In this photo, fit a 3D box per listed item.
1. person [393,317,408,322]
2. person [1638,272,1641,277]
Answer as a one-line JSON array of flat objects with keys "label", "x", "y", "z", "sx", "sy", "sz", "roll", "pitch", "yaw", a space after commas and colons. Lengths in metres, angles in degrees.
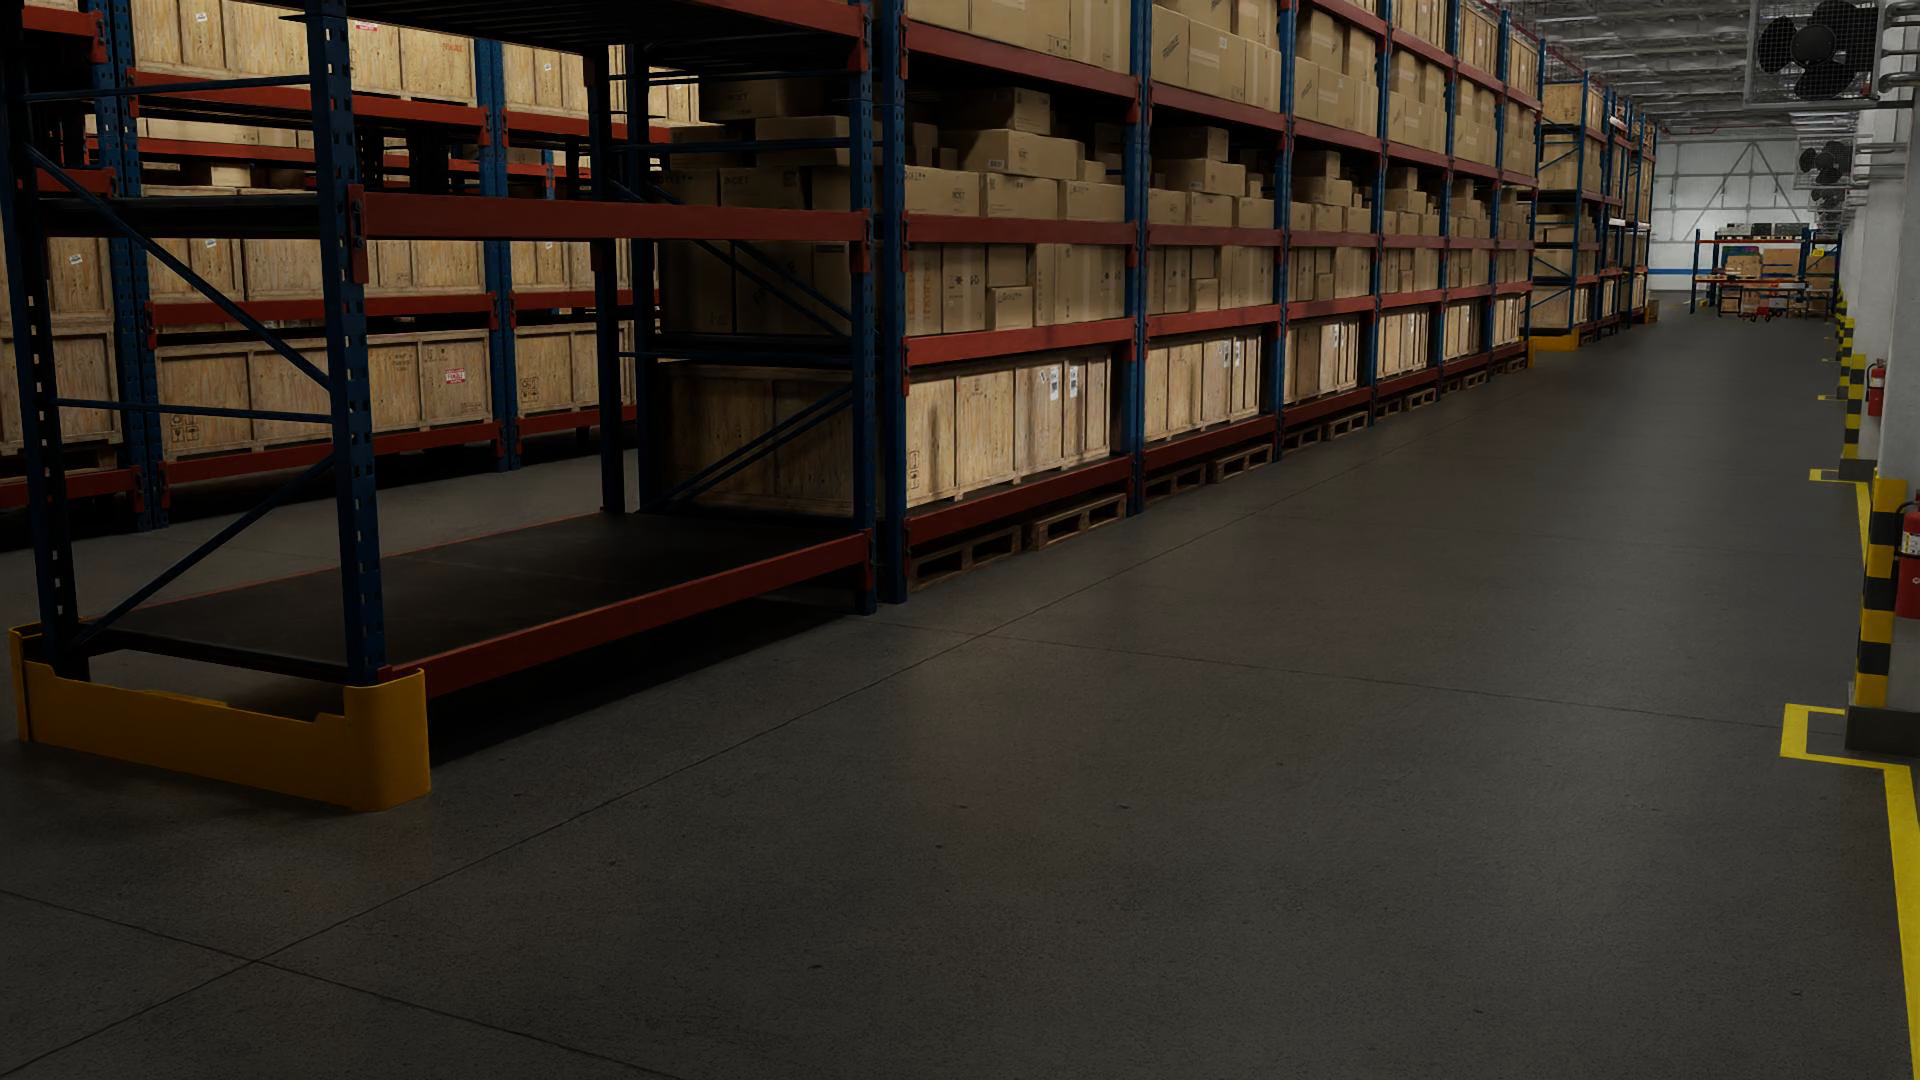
[{"label": "person", "x": -10.447, "y": -3.931, "z": 30.816, "sx": 0.310, "sy": 1.615, "sz": 0.641, "roll": 5, "pitch": 11, "yaw": 25}, {"label": "person", "x": 36.261, "y": -13.966, "z": 88.839, "sx": 0.525, "sy": 1.630, "sz": 0.446, "roll": -8, "pitch": 13, "yaw": -40}]
